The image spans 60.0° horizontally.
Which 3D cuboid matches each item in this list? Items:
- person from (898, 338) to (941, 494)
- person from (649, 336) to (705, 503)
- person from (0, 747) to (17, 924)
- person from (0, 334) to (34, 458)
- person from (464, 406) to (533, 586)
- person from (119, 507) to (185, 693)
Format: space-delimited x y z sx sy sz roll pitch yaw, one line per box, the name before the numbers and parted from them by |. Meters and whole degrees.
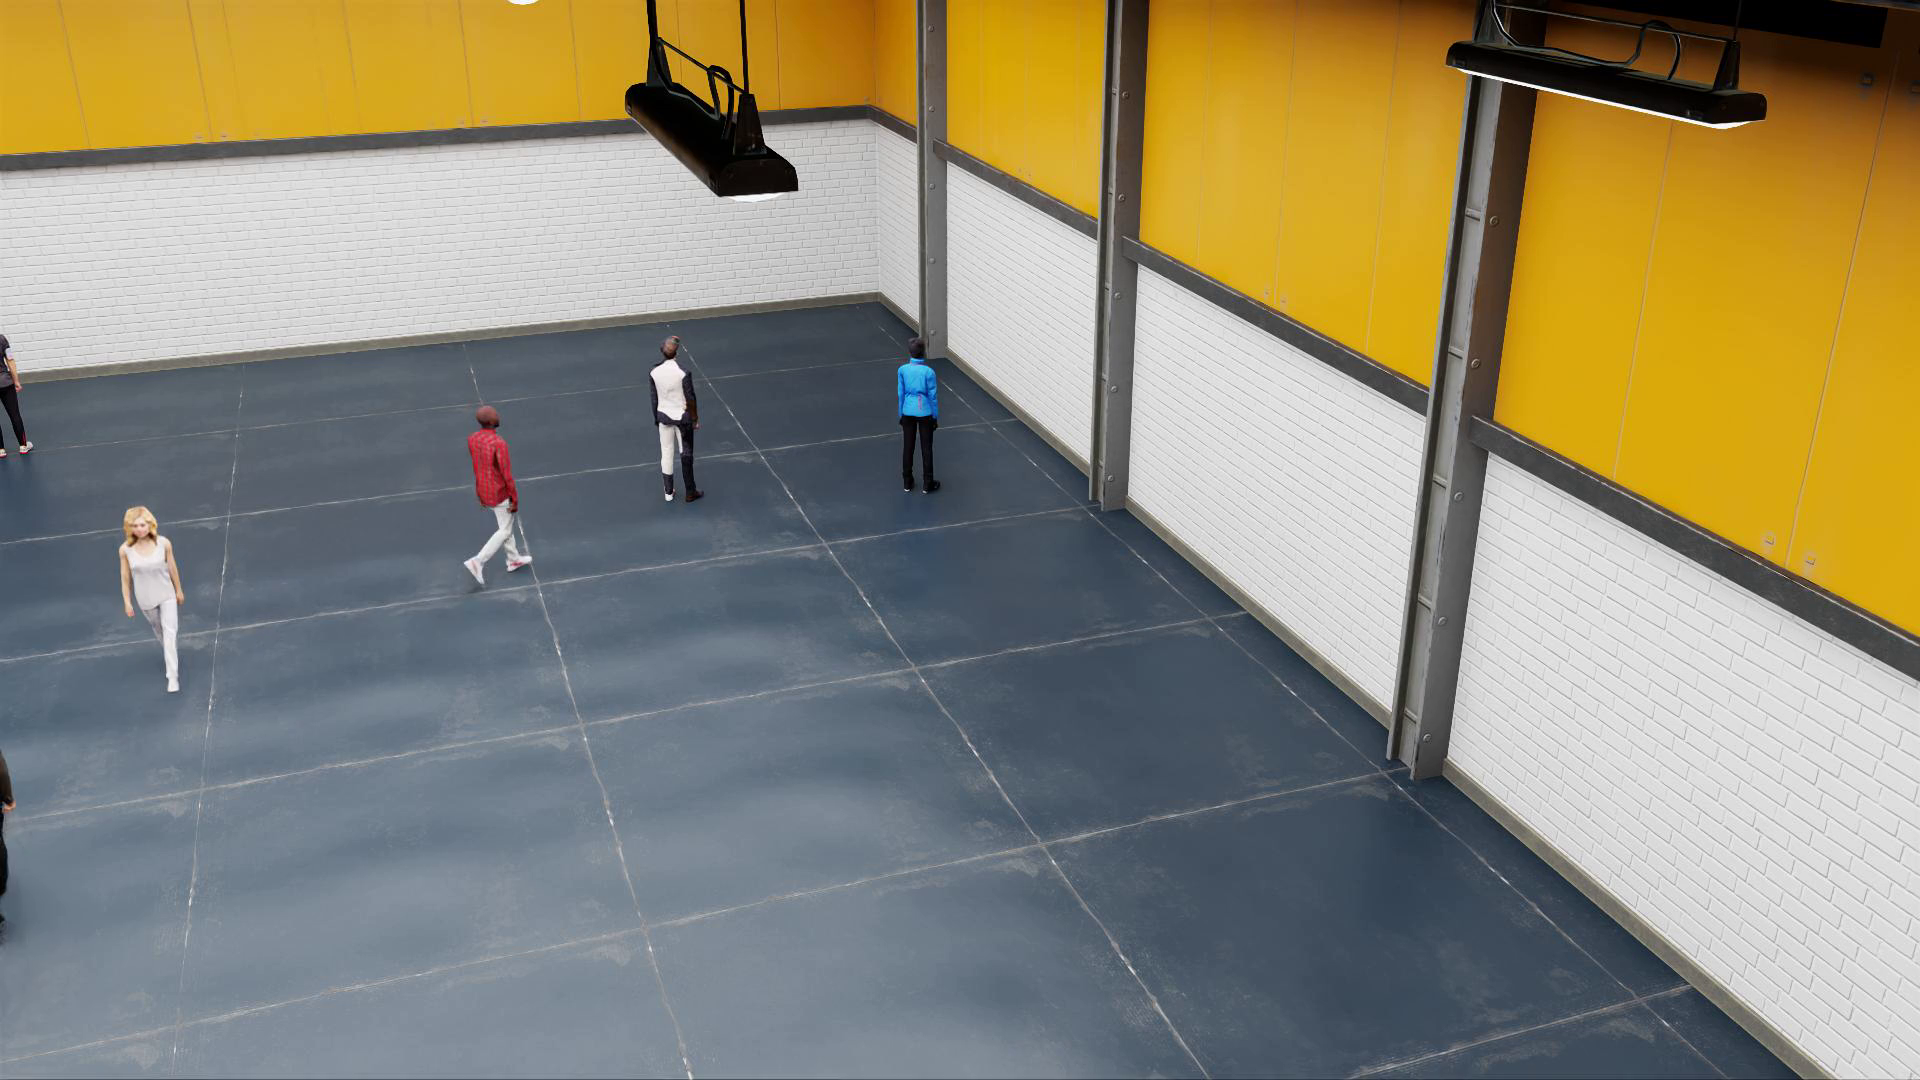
person | -0.485 -1.410 18.779 0.694 1.797 0.724 7 25 16
person | -3.173 -1.347 18.516 0.770 1.893 0.777 5 24 11
person | -6.772 1.836 11.380 0.845 1.776 1.166 -14 27 -29
person | -11.518 -1.864 19.859 0.665 1.764 0.565 -11 26 -24
person | -4.680 -0.441 16.561 1.147 1.798 1.108 16 28 33
person | -7.106 0.466 14.702 0.601 1.625 1.078 -8 25 -18
